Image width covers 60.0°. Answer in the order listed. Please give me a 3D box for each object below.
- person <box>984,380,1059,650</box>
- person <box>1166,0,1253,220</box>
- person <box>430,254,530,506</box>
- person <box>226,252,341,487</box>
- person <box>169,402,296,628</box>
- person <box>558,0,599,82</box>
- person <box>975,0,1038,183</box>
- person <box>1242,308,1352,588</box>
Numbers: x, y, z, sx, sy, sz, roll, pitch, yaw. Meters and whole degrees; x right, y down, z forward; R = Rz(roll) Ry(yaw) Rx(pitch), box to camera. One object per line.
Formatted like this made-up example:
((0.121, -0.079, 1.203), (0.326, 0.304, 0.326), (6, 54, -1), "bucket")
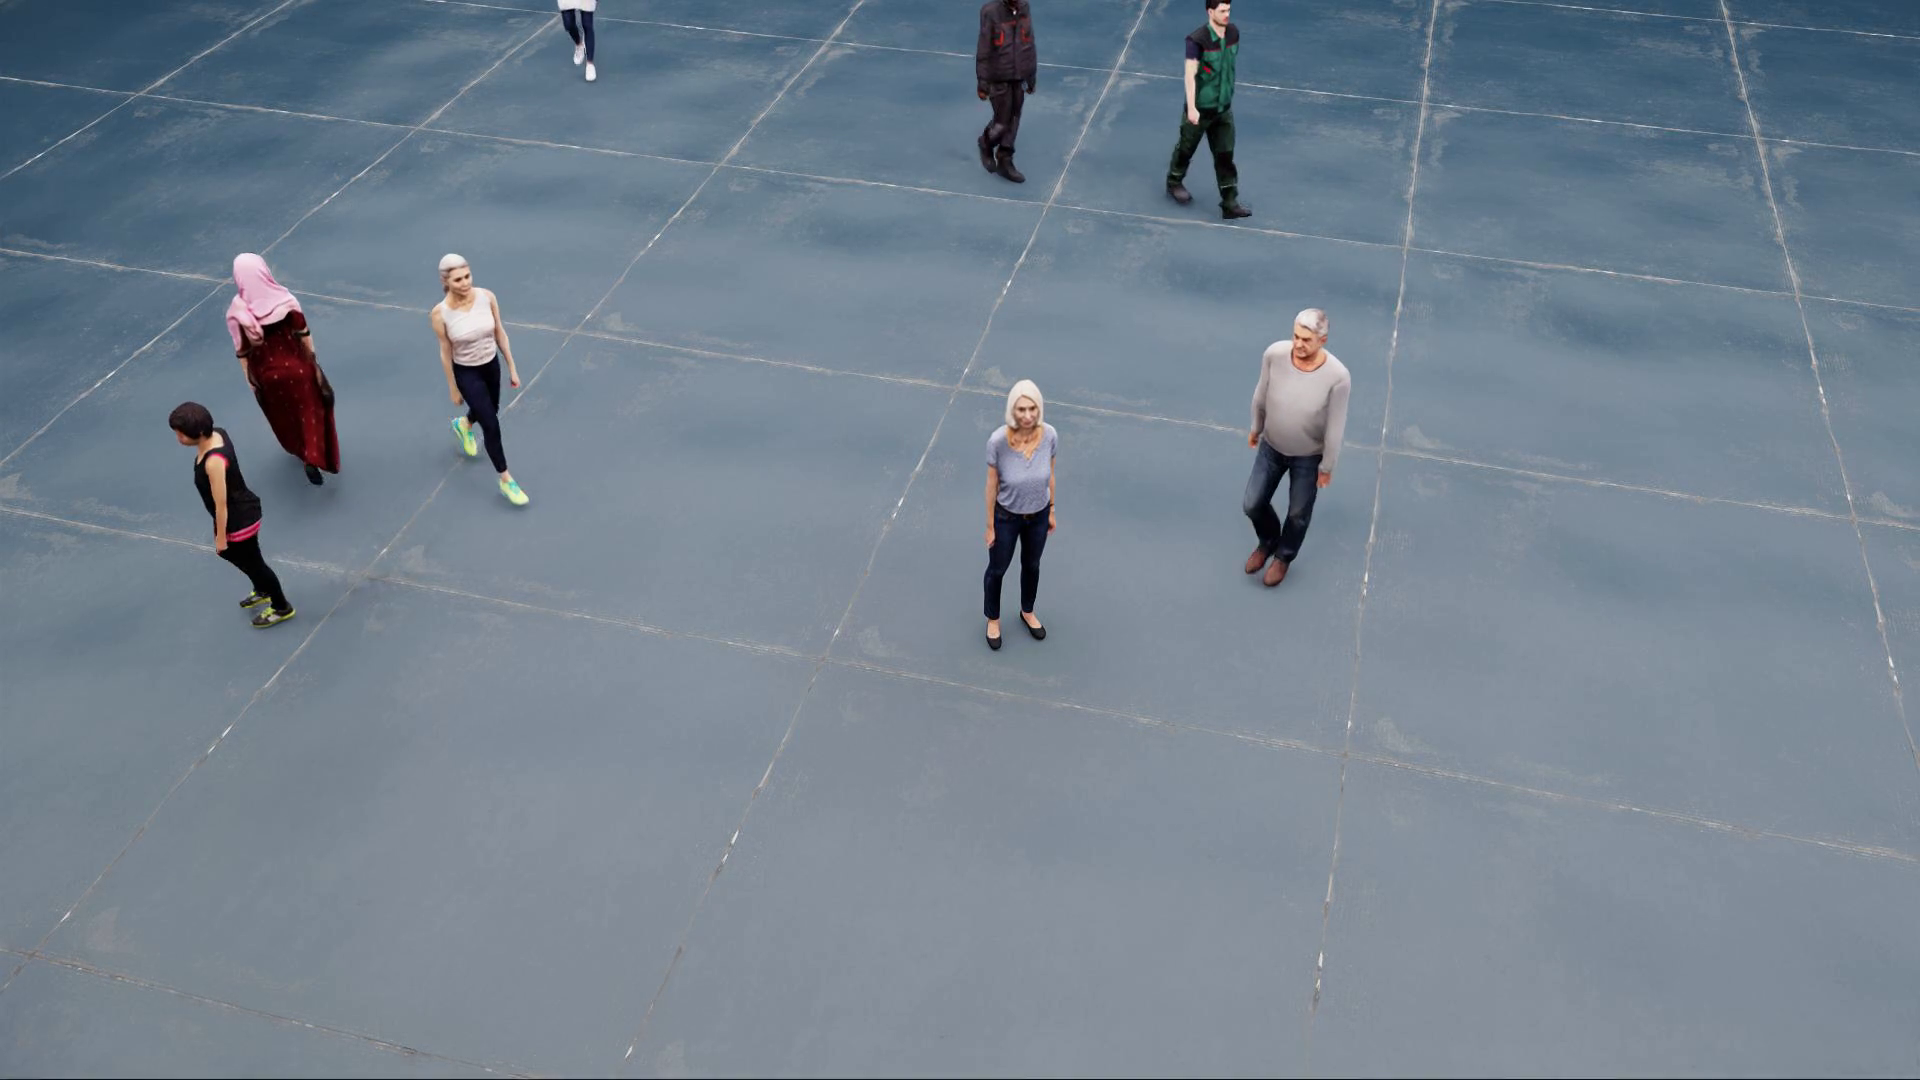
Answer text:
((0.334, -0.158, 9.361), (0.653, 1.722, 0.667), (-10, 39, -13), "person")
((1.962, -3.575, 13.621), (1.232, 1.855, 1.264), (-21, 43, -25), "person")
((-3.112, -1.081, 10.583), (1.043, 1.670, 1.146), (31, 47, 33), "person")
((-4.311, -1.067, 10.608), (0.955, 1.618, 1.080), (-12, 40, -15), "person")
((-4.072, -0.163, 9.521), (0.729, 1.533, 0.656), (-16, 41, -20), "person")
((-3.666, -5.337, 15.944), (0.747, 1.766, 0.825), (-4, 38, -5), "person")
((0.339, -3.982, 14.173), (0.896, 1.815, 0.960), (-24, 44, -27), "person")
((1.993, -0.582, 9.760), (0.842, 1.899, 0.798), (23, 44, 27), "person")
